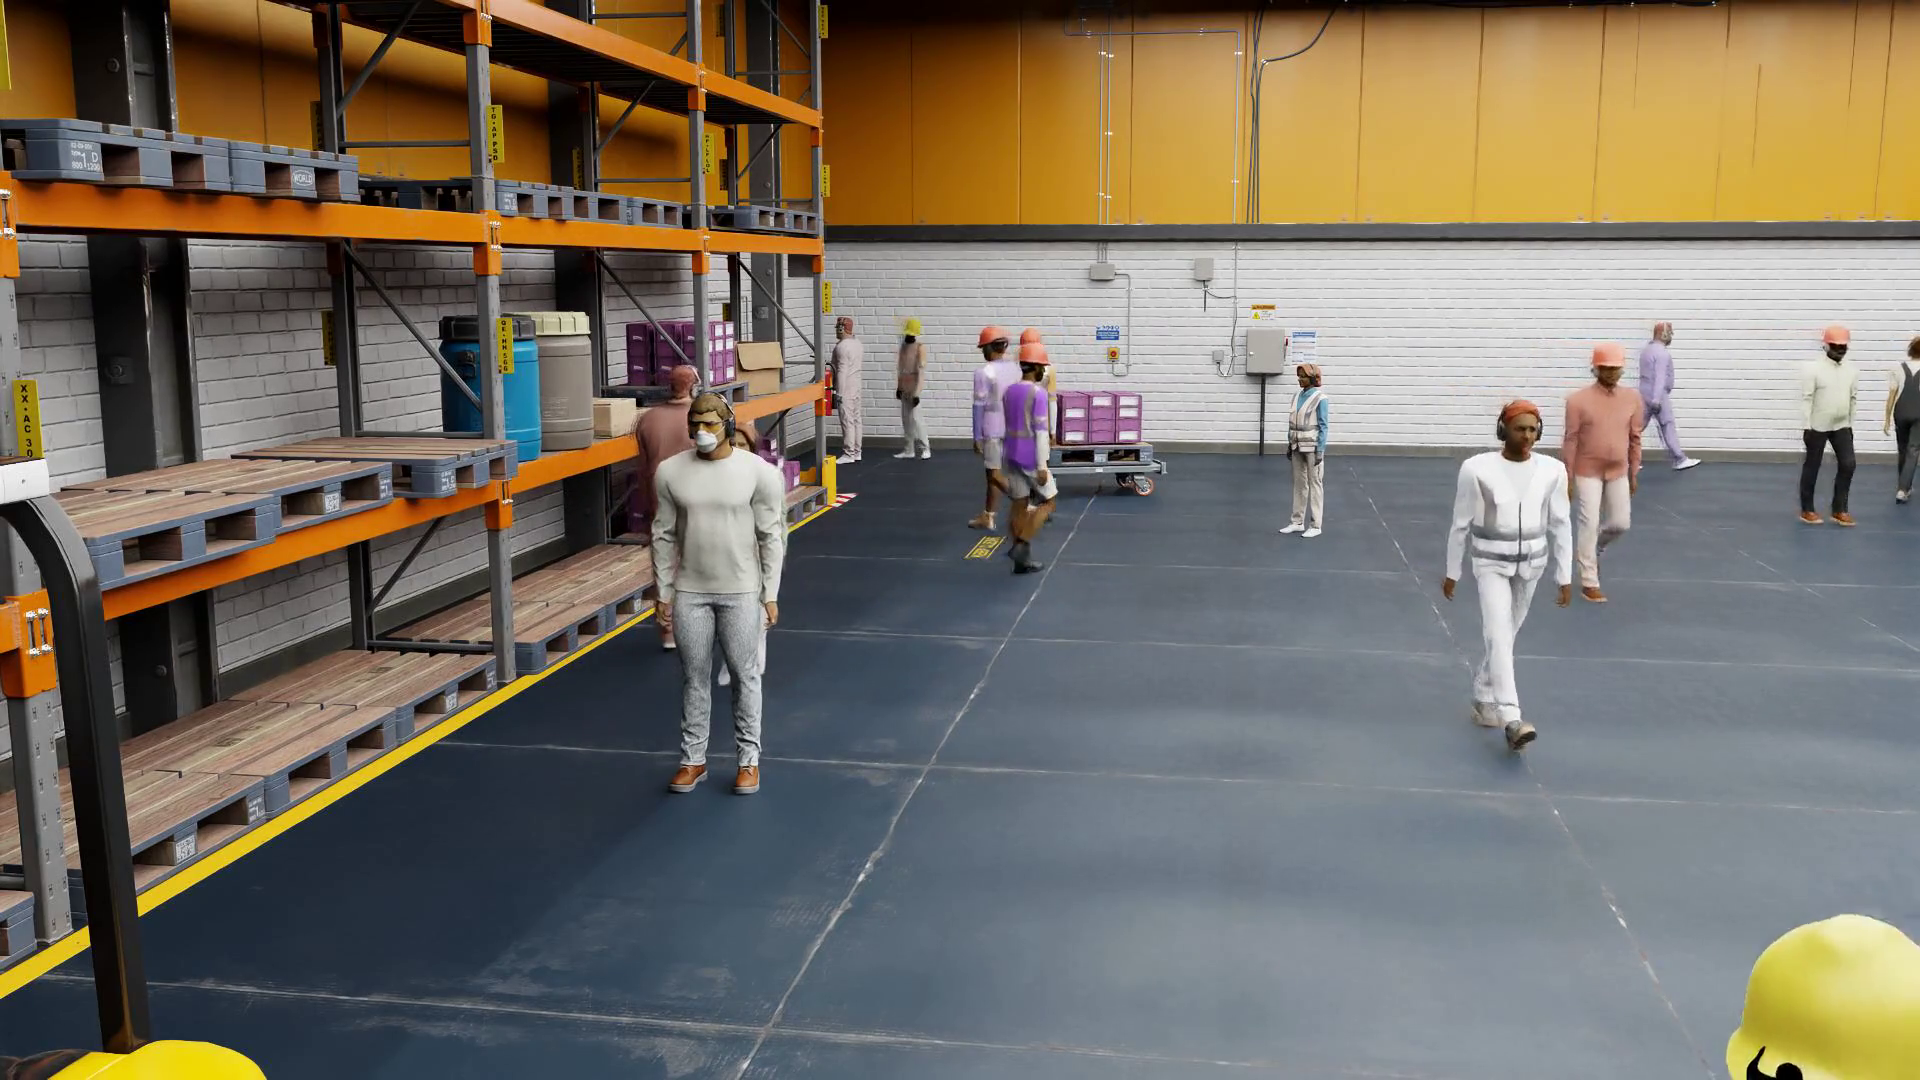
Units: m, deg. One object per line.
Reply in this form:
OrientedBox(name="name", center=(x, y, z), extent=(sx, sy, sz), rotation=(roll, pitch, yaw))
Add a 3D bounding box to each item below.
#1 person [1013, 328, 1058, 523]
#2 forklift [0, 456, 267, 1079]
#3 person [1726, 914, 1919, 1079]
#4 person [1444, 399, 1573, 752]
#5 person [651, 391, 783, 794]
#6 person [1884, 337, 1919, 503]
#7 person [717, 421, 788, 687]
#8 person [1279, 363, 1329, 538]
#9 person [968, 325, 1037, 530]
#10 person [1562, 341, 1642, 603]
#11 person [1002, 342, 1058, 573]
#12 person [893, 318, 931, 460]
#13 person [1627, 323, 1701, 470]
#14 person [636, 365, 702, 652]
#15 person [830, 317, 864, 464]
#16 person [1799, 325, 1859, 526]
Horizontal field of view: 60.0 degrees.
OrientedBox(name="person", center=(0.701, -1.126, 16.495), extent=(0.549, 1.942, 0.347), rotation=(2, 10, 14))
OrientedBox(name="forklift", center=(-2.328, 0.975, 2.765), extent=(2.313, 2.155, 1.214), rotation=(1, 9, 9))
OrientedBox(name="person", center=(0.993, 1.308, 1.976), extent=(0.934, 1.778, 0.613), rotation=(-7, 11, -36))
OrientedBox(name="person", center=(2.937, 0.176, 8.810), extent=(0.606, 1.823, 1.019), rotation=(0, 9, -3))
OrientedBox(name="person", center=(-1.168, 0.257, 7.978), extent=(0.636, 1.938, 0.358), rotation=(1, 9, 6))
OrientedBox(name="person", center=(10.357, -1.304, 18.061), extent=(0.531, 1.799, 0.980), rotation=(8, 12, 39))
OrientedBox(name="person", center=(-1.273, 0.111, 9.848), extent=(0.516, 1.626, 0.370), rotation=(0, 9, -2))
OrientedBox(name="person", center=(3.275, -0.847, 15.709), extent=(0.308, 1.640, 0.511), rotation=(-5, 10, -27))
OrientedBox(name="person", center=(0.413, -1.032, 15.784), extent=(0.929, 2.002, 0.611), rotation=(9, 13, 44))
OrientedBox(name="person", center=(4.881, -0.535, 12.736), extent=(0.614, 1.982, 0.596), rotation=(-1, 9, -4))
OrientedBox(name="person", center=(0.580, -0.666, 13.719), extent=(0.402, 1.921, 0.571), rotation=(-7, 11, -35))
OrientedBox(name="person", center=(-0.628, -1.993, 22.044), extent=(0.384, 1.883, 0.693), rotation=(-5, 11, -29))
OrientedBox(name="person", center=(8.783, -1.793, 20.871), extent=(0.984, 1.849, 0.671), rotation=(0, 9, 0))
OrientedBox(name="person", center=(-1.810, -0.228, 11.136), extent=(0.663, 1.878, 0.799), rotation=(2, 9, 13))
OrientedBox(name="person", center=(-1.490, -1.942, 21.640), extent=(0.401, 1.910, 0.642), rotation=(3, 10, 19))
OrientedBox(name="person", center=(8.545, -1.108, 16.281), extent=(0.659, 1.966, 0.732), rotation=(-1, 9, -8))
